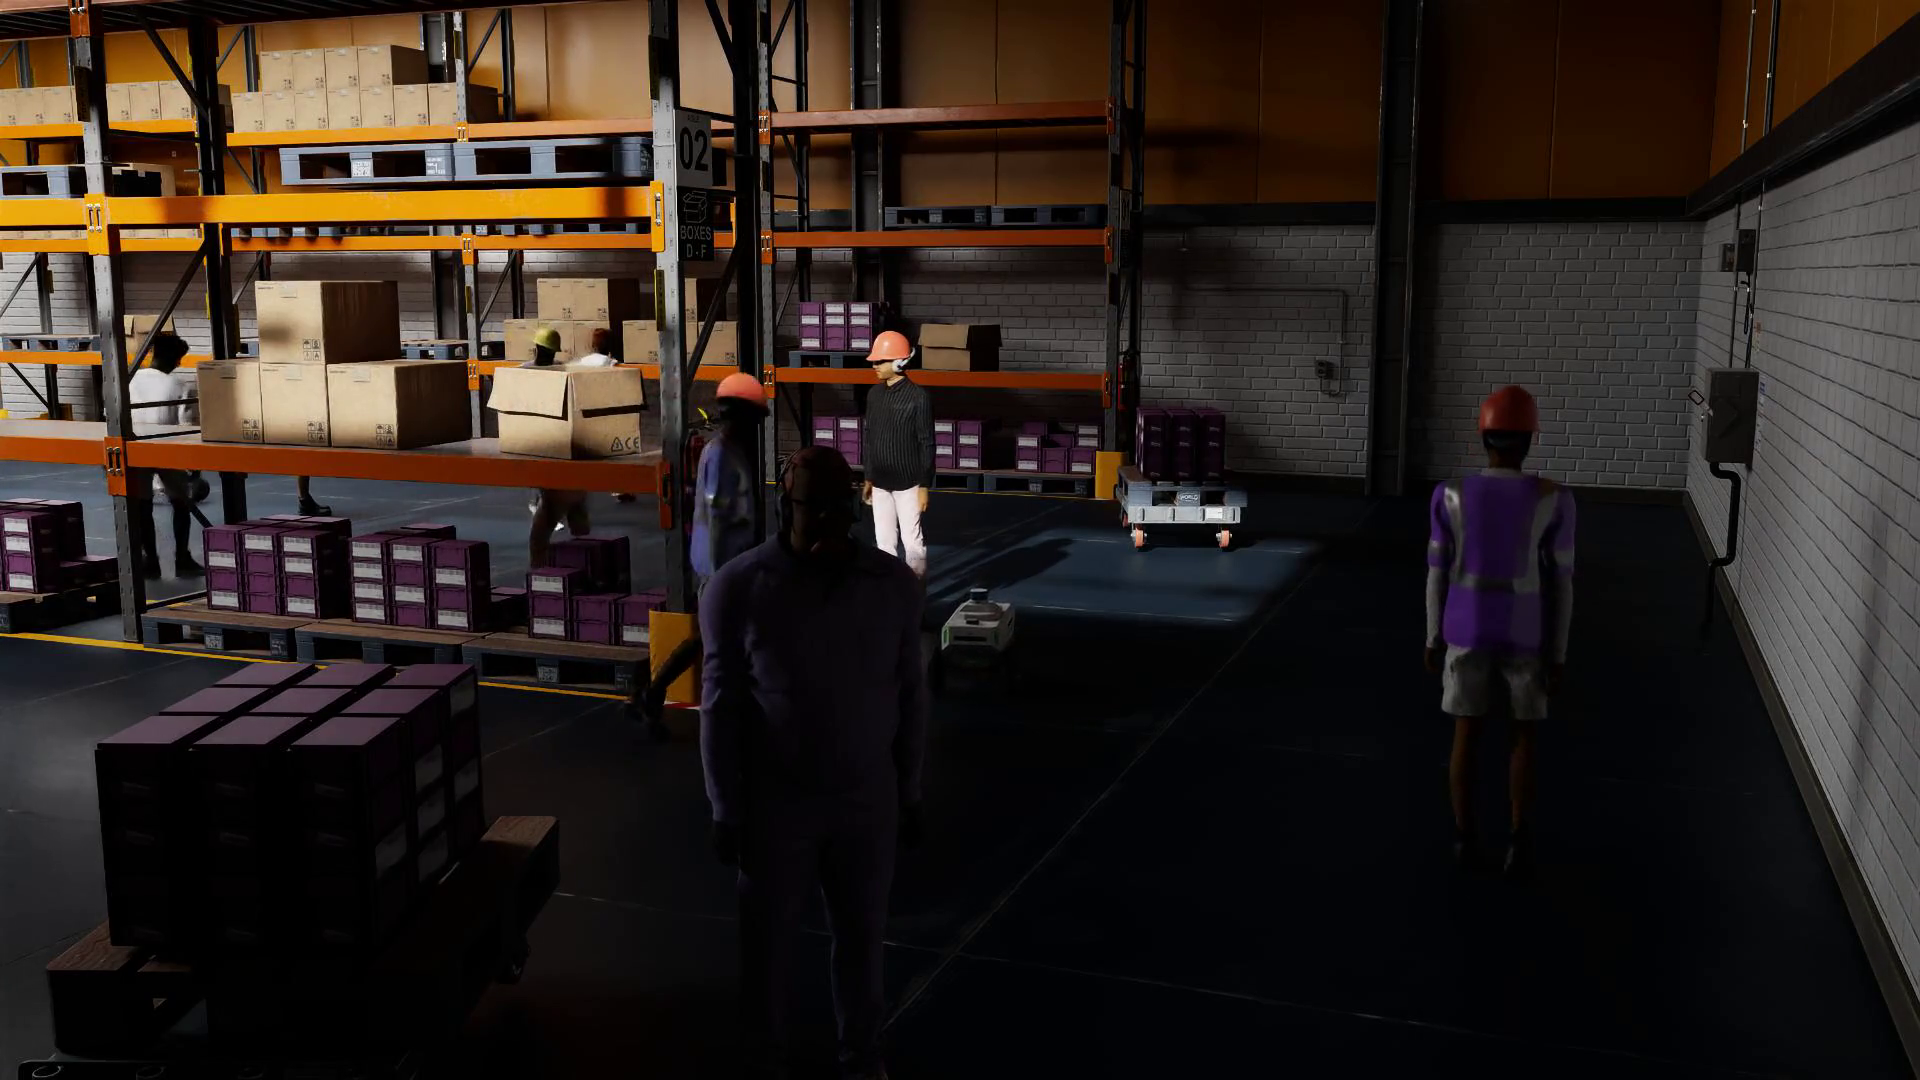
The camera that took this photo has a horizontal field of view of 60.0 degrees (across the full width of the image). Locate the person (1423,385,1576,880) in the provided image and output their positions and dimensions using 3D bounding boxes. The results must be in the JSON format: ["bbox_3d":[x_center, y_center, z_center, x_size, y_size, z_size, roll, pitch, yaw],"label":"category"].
[{"bbox_3d":[2.110,0.360,6.541,0.551,1.937,0.375,4,10,22],"label":"person"}]

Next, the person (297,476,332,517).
[{"bbox_3d":[-6.389,-1.198,16.289,0.354,1.942,0.545,-3,10,-21],"label":"person"}]

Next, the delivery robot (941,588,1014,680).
[{"bbox_3d":[0.108,0.521,9.542,0.477,0.478,0.707,1,9,8],"label":"delivery robot"}]

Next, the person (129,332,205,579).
[{"bbox_3d":[-6.226,-0.640,12.876,0.692,1.924,0.410,-3,10,-18],"label":"person"}]

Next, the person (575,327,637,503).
[{"bbox_3d":[-3.701,-1.245,16.903,0.580,1.845,0.958,5,10,27],"label":"person"}]

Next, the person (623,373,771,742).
[{"bbox_3d":[-1.253,0.107,8.342,0.916,1.883,0.628,-1,9,-5],"label":"person"}]

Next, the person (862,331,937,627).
[{"bbox_3d":[-0.429,-0.391,11.071,0.612,1.990,0.392,9,13,44],"label":"person"}]

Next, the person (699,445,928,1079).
[{"bbox_3d":[-0.378,0.693,4.529,0.643,1.909,0.410,-4,10,-22],"label":"person"}]

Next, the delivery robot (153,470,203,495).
[{"bbox_3d":[-8.173,-0.676,17.060,0.707,0.478,0.477,0,9,-3],"label":"delivery robot"}]

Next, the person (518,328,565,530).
[{"bbox_3d":[-3.941,-1.064,15.690,0.586,1.878,0.909,-9,13,-44],"label":"person"}]

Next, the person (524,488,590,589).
[{"bbox_3d":[-2.842,-0.279,11.577,0.727,1.610,0.517,4,10,24],"label":"person"}]
